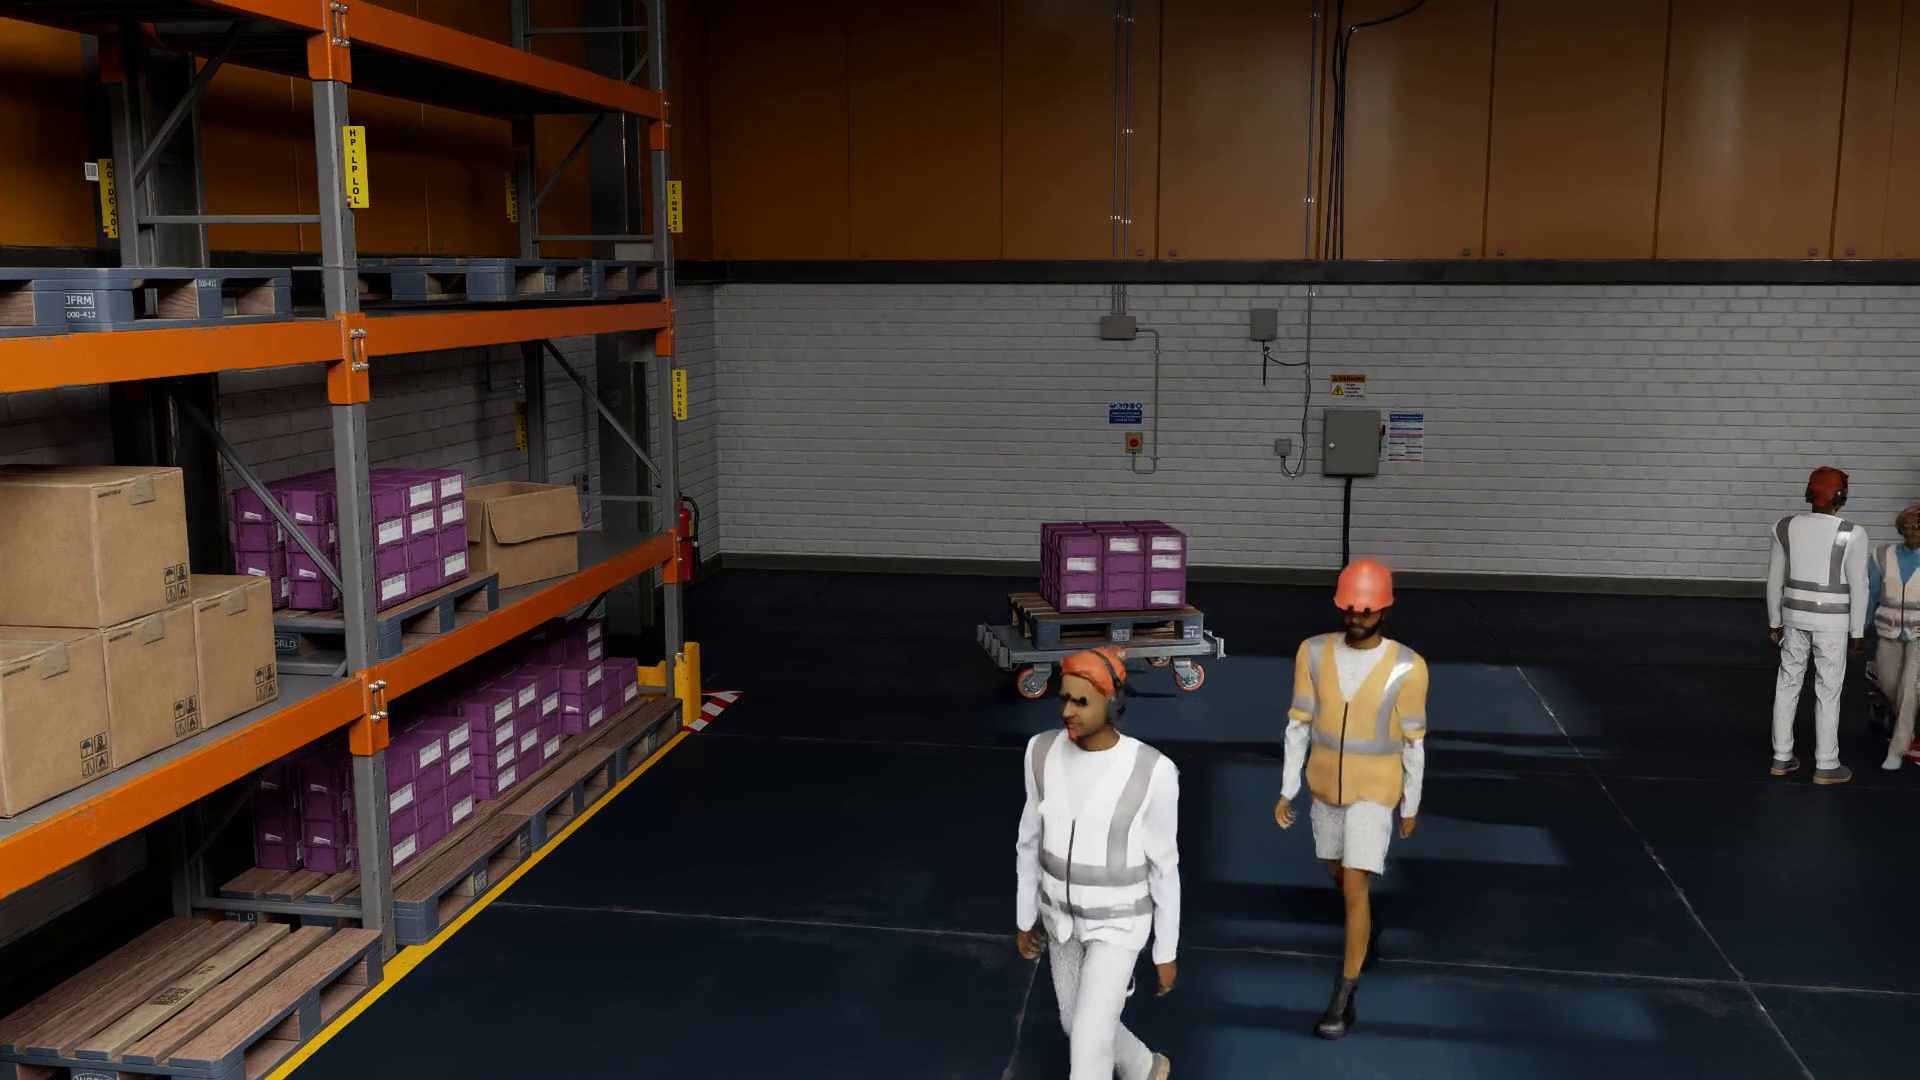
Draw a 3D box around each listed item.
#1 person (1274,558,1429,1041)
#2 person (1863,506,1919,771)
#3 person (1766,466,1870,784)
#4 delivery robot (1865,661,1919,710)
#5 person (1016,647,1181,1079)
[{"bbox_3d":[1.652,0.987,6.866,0.547,1.903,0.941,6,11,34],"label":"person"},{"bbox_3d":[5.894,0.568,10.303,0.765,1.611,0.525,-8,12,-42],"label":"person"},{"bbox_3d":[5.086,0.501,9.880,0.355,1.887,0.573,-7,12,-38],"label":"person"},{"bbox_3d":[6.396,0.939,10.985,0.707,0.478,0.477,2,9,11],"label":"delivery robot"},{"bbox_3d":[0.475,1.239,5.460,0.586,1.856,0.894,7,12,39],"label":"person"}]
